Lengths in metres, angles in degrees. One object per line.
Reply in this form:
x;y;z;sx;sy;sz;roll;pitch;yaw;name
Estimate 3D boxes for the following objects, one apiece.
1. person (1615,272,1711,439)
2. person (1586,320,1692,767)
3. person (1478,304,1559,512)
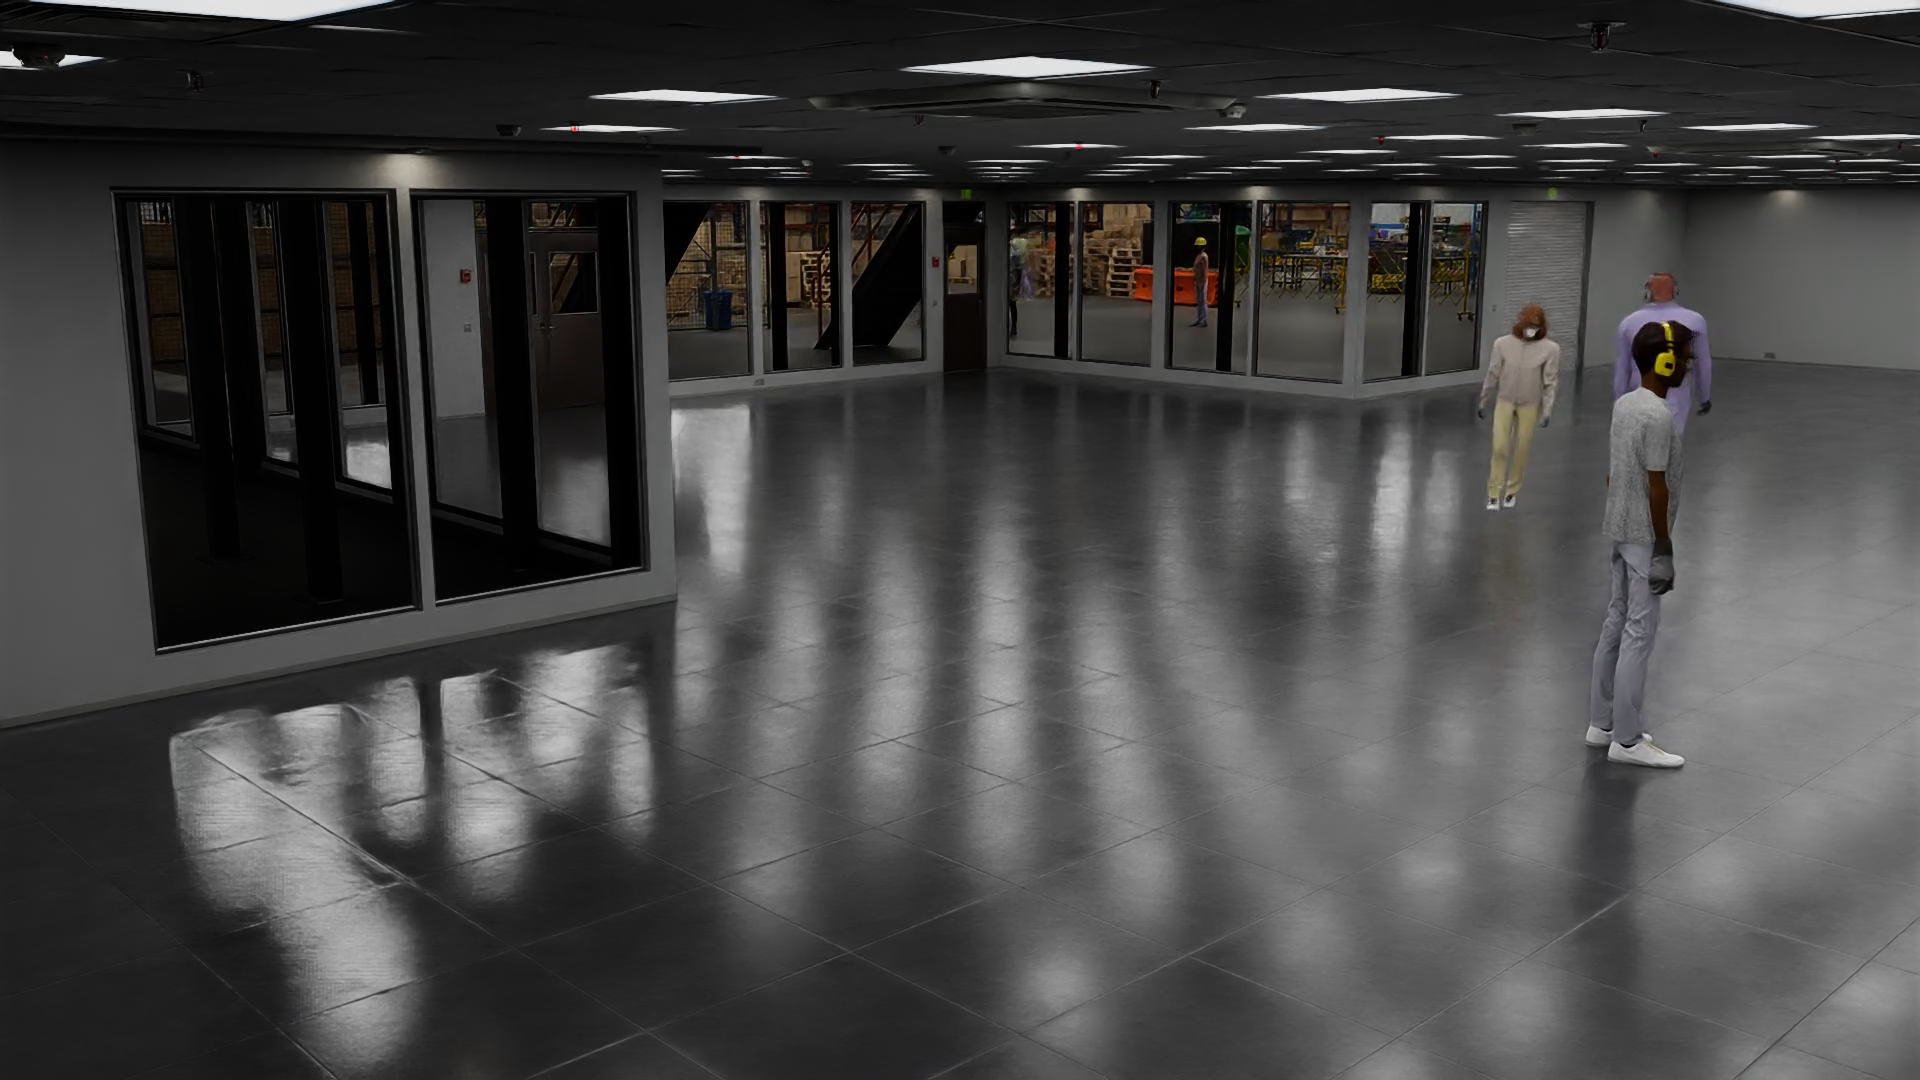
5.278;-1.092;12.572;0.644;1.855;1.014;10;15;40;person
2.884;0.014;7.000;0.329;1.871;0.510;0;11;0;person
4.247;-0.995;12.707;0.563;1.590;0.767;4;12;19;person
